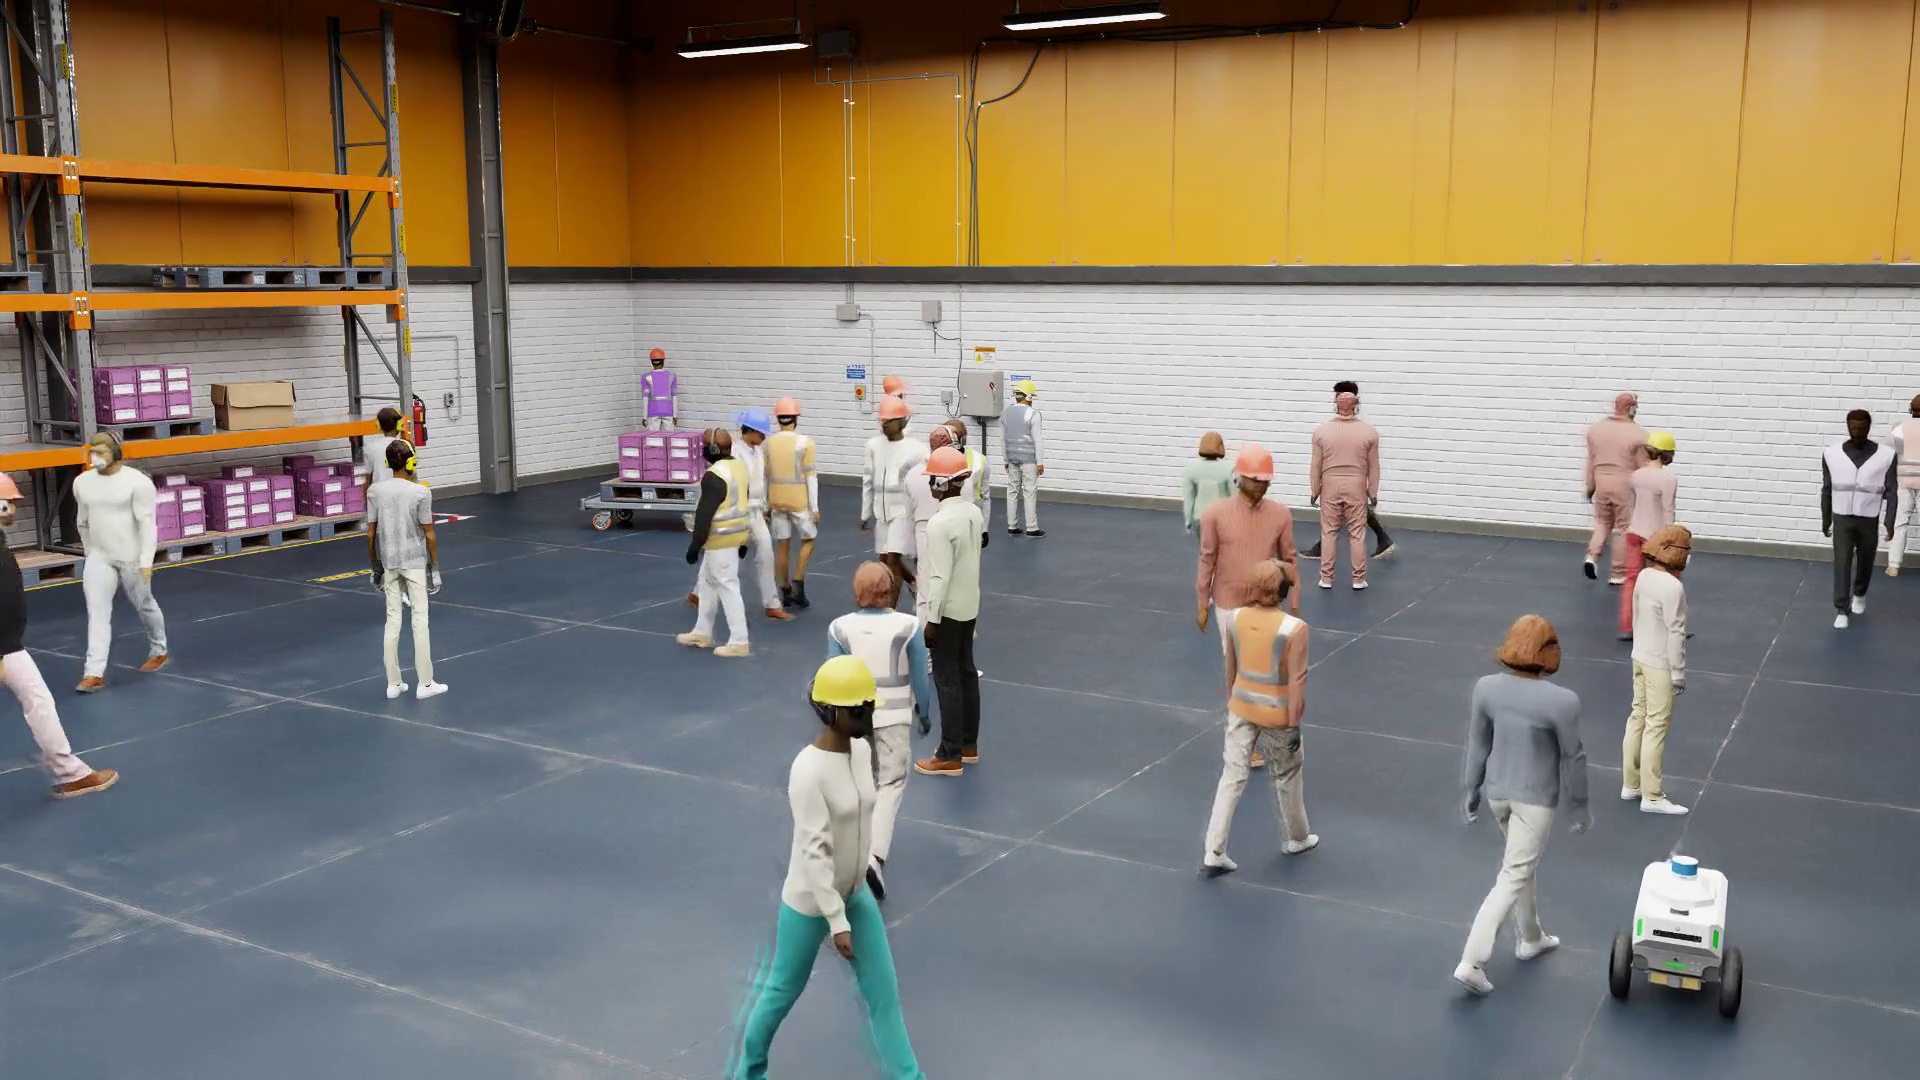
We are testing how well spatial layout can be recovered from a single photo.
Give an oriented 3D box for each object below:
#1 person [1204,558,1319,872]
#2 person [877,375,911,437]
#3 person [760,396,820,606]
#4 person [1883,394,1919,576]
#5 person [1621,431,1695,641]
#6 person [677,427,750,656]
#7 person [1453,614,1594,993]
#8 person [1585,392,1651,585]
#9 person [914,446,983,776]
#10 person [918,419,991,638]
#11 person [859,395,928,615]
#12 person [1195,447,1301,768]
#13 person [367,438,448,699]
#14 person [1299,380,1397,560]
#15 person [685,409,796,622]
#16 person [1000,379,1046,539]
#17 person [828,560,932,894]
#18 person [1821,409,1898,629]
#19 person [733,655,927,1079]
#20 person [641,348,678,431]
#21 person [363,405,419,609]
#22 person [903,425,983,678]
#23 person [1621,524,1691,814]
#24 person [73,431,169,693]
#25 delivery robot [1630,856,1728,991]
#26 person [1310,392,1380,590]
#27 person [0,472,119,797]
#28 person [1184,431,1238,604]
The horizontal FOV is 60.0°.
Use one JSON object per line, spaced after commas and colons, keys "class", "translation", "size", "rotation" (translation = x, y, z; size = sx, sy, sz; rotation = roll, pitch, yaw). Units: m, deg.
{"class": "person", "translation": [1.533, 0.886, 8.473], "size": [0.530, 1.596, 0.851], "rotation": [9, 13, 43]}
{"class": "person", "translation": [-0.694, -0.978, 19.247], "size": [0.367, 1.887, 0.696], "rotation": [5, 10, 30]}
{"class": "person", "translation": [-1.542, -0.341, 15.082], "size": [0.560, 1.932, 0.397], "rotation": [3, 10, 18]}
{"class": "person", "translation": [9.541, -0.538, 16.601], "size": [0.619, 1.845, 0.430], "rotation": [5, 10, 29]}
{"class": "person", "translation": [5.786, -0.029, 13.694], "size": [0.711, 1.741, 0.547], "rotation": [-3, 10, -19]}
{"class": "person", "translation": [-2.018, 0.022, 13.187], "size": [0.781, 1.819, 0.634], "rotation": [1, 9, 8]}
{"class": "person", "translation": [2.375, 1.107, 7.104], "size": [0.837, 1.596, 0.501], "rotation": [-6, 11, -34]}
{"class": "person", "translation": [6.386, -0.489, 16.116], "size": [0.436, 1.894, 0.678], "rotation": [-7, 11, -37]}
{"class": "person", "translation": [-0.065, 0.426, 10.099], "size": [0.382, 1.993, 0.622], "rotation": [4, 10, 23]}
{"class": "person", "translation": [-0.051, -0.089, 13.806], "size": [0.624, 1.841, 0.430], "rotation": [-1, 9, -4]}
{"class": "person", "translation": [-0.513, -0.240, 14.221], "size": [0.610, 2.021, 0.908], "rotation": [6, 11, 34]}
{"class": "person", "translation": [1.826, 0.394, 10.428], "size": [0.641, 1.957, 0.847], "rotation": [-2, 9, -13]}
{"class": "person", "translation": [-3.961, 0.204, 11.884], "size": [0.536, 1.869, 0.311], "rotation": [1, 9, 8]}
{"class": "person", "translation": [4.148, -0.732, 17.560], "size": [0.961, 1.929, 0.604], "rotation": [3, 10, 20]}
{"class": "person", "translation": [-1.951, -0.216, 14.501], "size": [0.971, 1.880, 0.682], "rotation": [4, 10, 22]}
{"class": "person", "translation": [0.737, -0.928, 19.092], "size": [0.588, 1.823, 0.403], "rotation": [8, 12, 39]}
{"class": "person", "translation": [-0.427, 0.911, 8.291], "size": [0.503, 1.603, 0.801], "rotation": [2, 9, 14]}
{"class": "person", "translation": [7.817, -0.217, 14.497], "size": [0.603, 1.879, 0.952], "rotation": [5, 10, 29]}
{"class": "person", "translation": [-0.428, 1.250, 5.838], "size": [0.932, 1.718, 0.539], "rotation": [5, 10, 28]}
{"class": "person", "translation": [-4.454, -1.872, 24.635], "size": [0.547, 1.934, 0.375], "rotation": [-4, 10, -23]}
{"class": "person", "translation": [-5.066, -0.279, 14.928], "size": [0.554, 1.856, 0.402], "rotation": [0, 9, 3]}
{"class": "person", "translation": [-0.109, 0.096, 12.435], "size": [0.636, 1.911, 0.404], "rotation": [8, 12, 40]}
{"class": "person", "translation": [3.955, 0.718, 9.407], "size": [0.280, 1.633, 0.498], "rotation": [0, 9, -1]}
{"class": "person", "translation": [-6.221, 0.130, 12.302], "size": [0.648, 1.889, 1.014], "rotation": [1, 9, 4]}
{"class": "delivery robot", "translation": [3.061, 1.585, 7.057], "size": [0.477, 0.478, 0.707], "rotation": [4, 10, 26]}
{"class": "person", "translation": [3.687, -0.467, 15.965], "size": [0.652, 1.904, 0.402], "rotation": [2, 9, 12]}
{"class": "person", "translation": [-5.451, 0.576, 9.374], "size": [0.618, 1.935, 1.063], "rotation": [8, 12, 40]}
{"class": "person", "translation": [2.255, -0.180, 15.045], "size": [0.509, 1.617, 0.607], "rotation": [5, 10, 30]}
